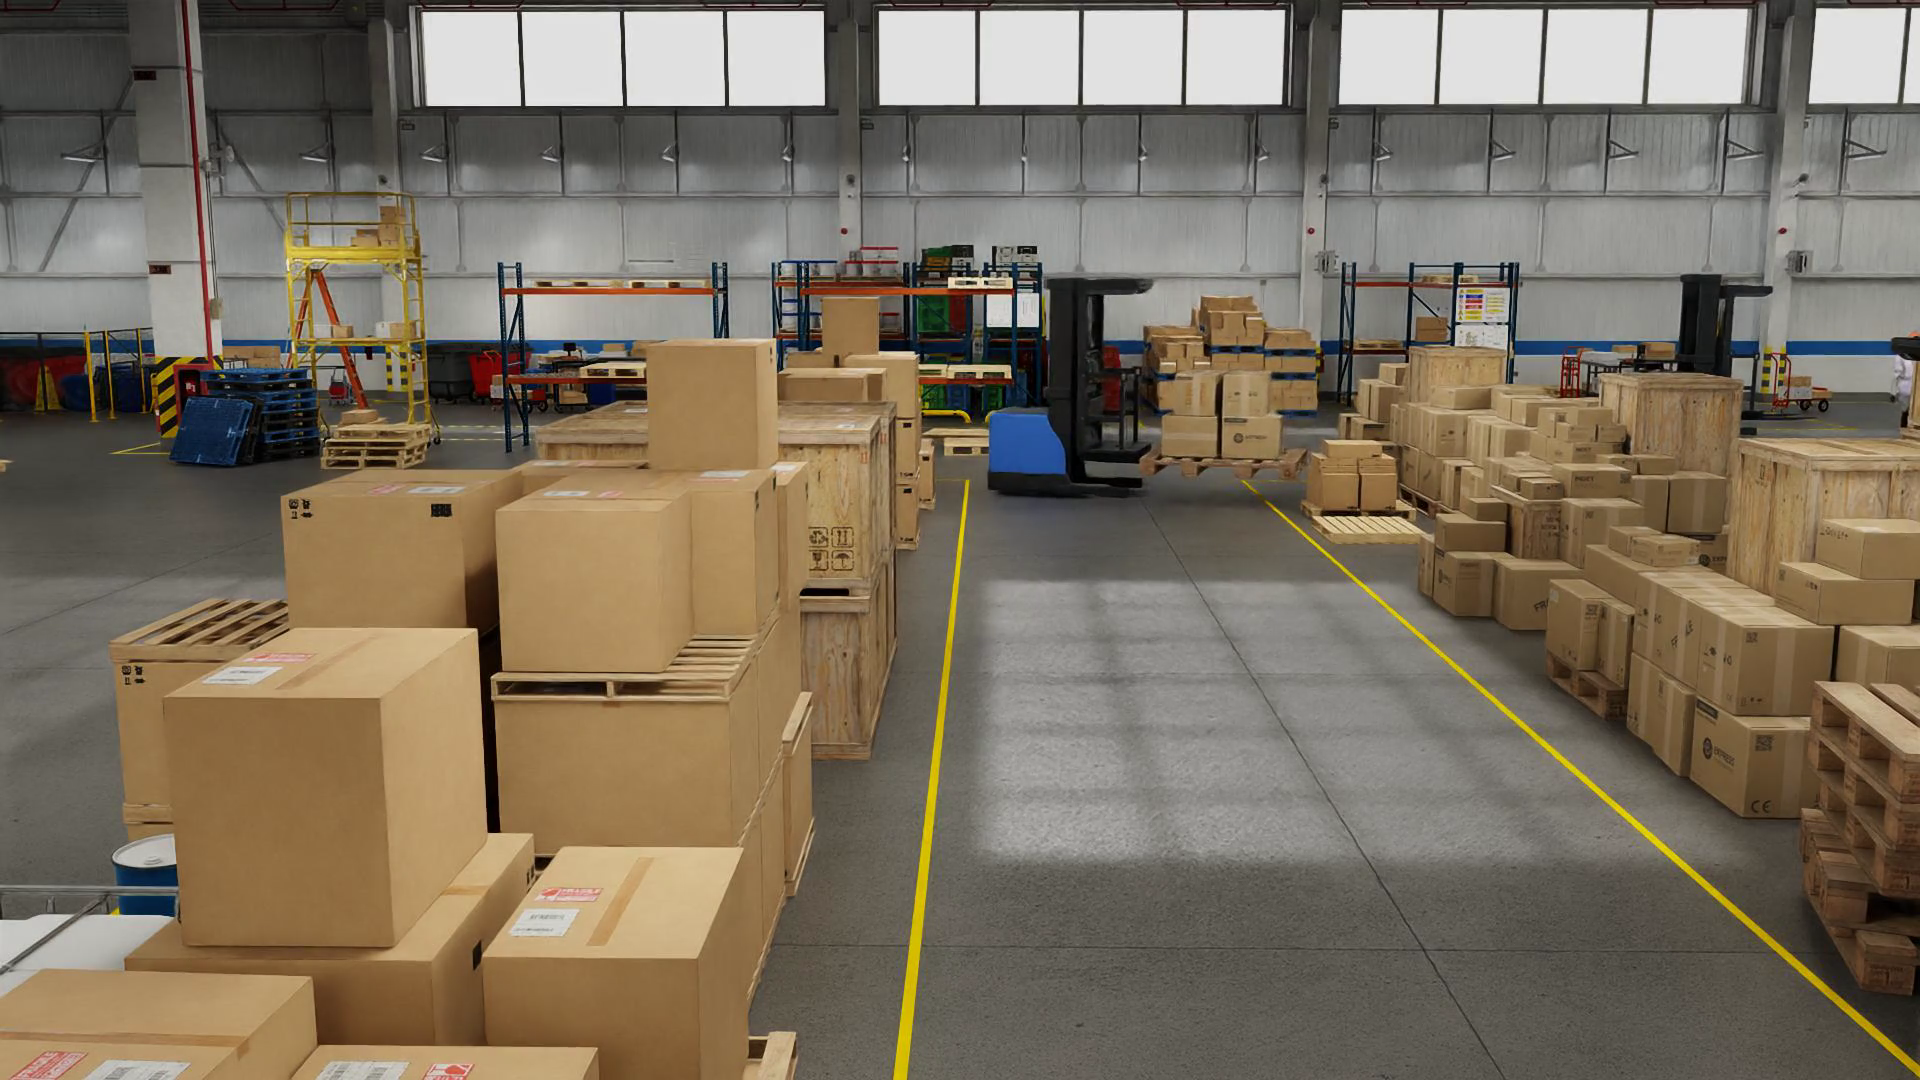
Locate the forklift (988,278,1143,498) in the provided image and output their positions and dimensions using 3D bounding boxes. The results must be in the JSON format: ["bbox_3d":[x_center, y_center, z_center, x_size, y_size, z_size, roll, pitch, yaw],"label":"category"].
[{"bbox_3d":[1.383,-2.021,21.739,1.873,2.768,1.129,3,10,16],"label":"forklift"}]

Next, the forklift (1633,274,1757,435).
[{"bbox_3d":[12.930,-3.275,29.250,1.873,2.768,1.129,0,9,1],"label":"forklift"}]

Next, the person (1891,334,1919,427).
[{"bbox_3d":[15.554,-2.428,27.190,0.563,1.889,1.002,5,11,29],"label":"person"}]
